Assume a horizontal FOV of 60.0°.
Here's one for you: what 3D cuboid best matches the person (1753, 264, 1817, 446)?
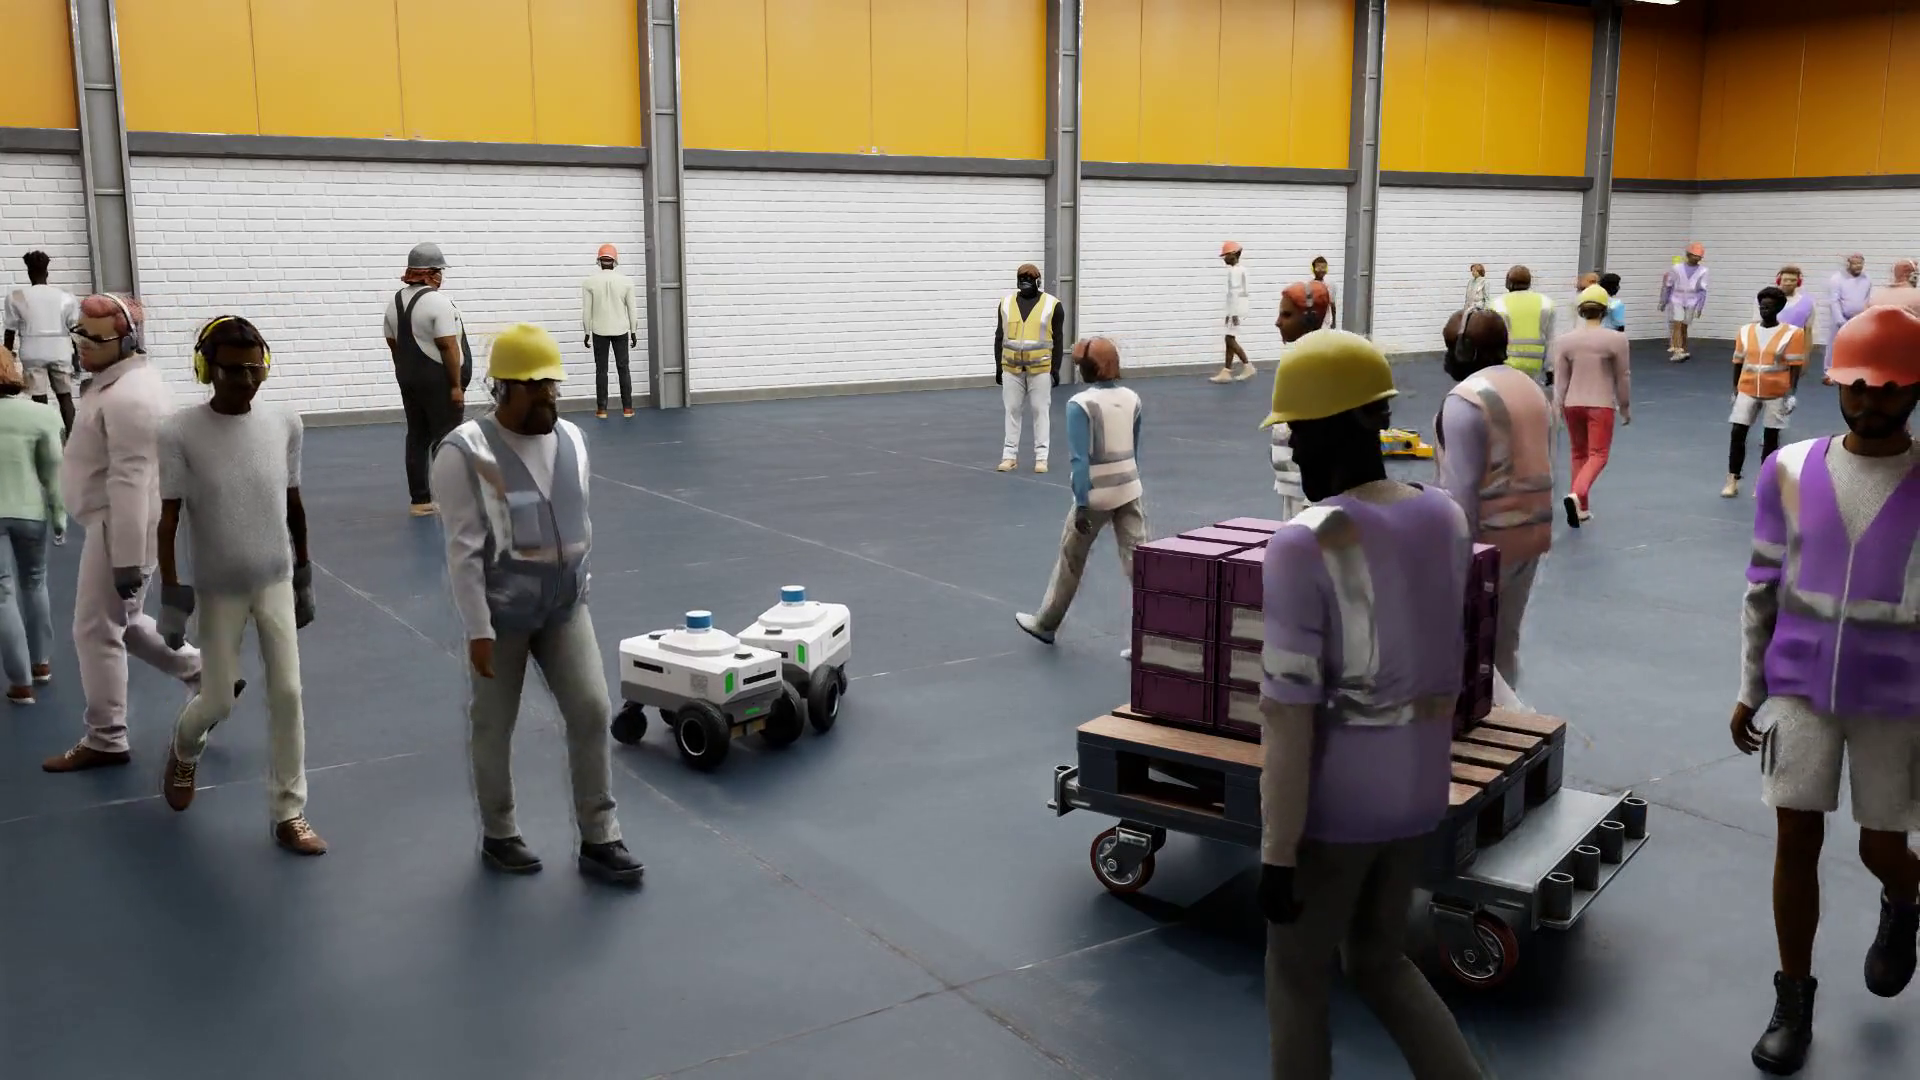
[{"bbox_3d":[8.252,-1.862,16.719,0.588,1.812,0.833,8,13,37],"label":"person"}]

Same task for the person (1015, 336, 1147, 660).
[{"bbox_3d":[0.659,-0.205,8.222,0.550,1.585,0.870,-9,14,-40],"label":"person"}]

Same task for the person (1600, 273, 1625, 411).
[{"bbox_3d":[7.538,-2.308,19.576,0.826,1.667,0.540,-4,11,-22],"label":"person"}]

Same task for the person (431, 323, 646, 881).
[{"bbox_3d":[-1.327,0.225,5.277,0.756,1.803,0.591,10,14,42],"label":"person"}]

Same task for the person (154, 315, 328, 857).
[{"bbox_3d":[-2.498,0.141,5.698,0.557,1.835,0.790,-10,14,-44],"label":"person"}]

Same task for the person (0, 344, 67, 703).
[{"bbox_3d":[-4.350,-0.092,7.542,0.507,1.607,0.681,-9,13,-39],"label":"person"}]

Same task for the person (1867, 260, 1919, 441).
[{"bbox_3d":[9.091,-1.780,16.178,0.991,1.859,0.642,-2,10,-10],"label":"person"}]

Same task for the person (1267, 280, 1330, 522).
[{"bbox_3d":[1.571,-0.230,7.563,0.337,1.883,0.584,0,10,1],"label":"person"}]

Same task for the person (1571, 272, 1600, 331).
[{"bbox_3d":[8.105,-2.649,21.549,0.407,1.621,0.506,-2,10,-10],"label":"person"}]

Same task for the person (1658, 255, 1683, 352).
[{"bbox_3d":[12.923,-4.262,30.038,0.422,1.746,0.534,-7,13,-35],"label":"person"}]

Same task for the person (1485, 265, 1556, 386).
[{"bbox_3d":[4.996,-1.572,15.086,0.662,1.818,0.728,0,10,0],"label":"person"}]

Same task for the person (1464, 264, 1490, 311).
[{"bbox_3d":[8.545,-3.750,27.536,0.308,1.636,0.524,-5,11,-24],"label":"person"}]

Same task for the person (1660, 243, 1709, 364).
[{"bbox_3d":[11.941,-3.894,27.427,0.682,1.960,1.034,3,11,18],"label":"person"}]

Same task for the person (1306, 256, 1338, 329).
[{"bbox_3d":[4.671,-2.787,21.761,0.552,1.822,1.001,1,10,4],"label":"person"}]

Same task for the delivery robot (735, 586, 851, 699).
[{"bbox_3d":[-0.725,0.443,7.263,0.477,0.478,0.707,2,11,13],"label":"delivery robot"}]

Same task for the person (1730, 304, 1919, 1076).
[{"bbox_3d":[2.282,0.363,4.222,0.552,1.919,0.663,9,14,41],"label":"person"}]

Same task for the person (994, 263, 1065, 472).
[{"bbox_3d":[0.598,-1.515,14.726,0.621,1.845,0.429,3,11,15],"label":"person"}]

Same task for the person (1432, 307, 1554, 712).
[{"bbox_3d":[2.013,0.041,6.267,0.641,1.820,0.531,-9,14,-40],"label":"person"}]

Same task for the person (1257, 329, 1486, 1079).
[{"bbox_3d":[0.864,0.532,3.359,0.590,1.899,0.658,-8,13,-36],"label":"person"}]

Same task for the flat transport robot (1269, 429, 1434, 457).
[{"bbox_3d":[3.721,-0.918,15.760,1.431,0.197,0.652,-1,10,-8],"label":"flat transport robot"}]

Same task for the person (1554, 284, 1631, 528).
[{"bbox_3d":[4.488,-0.955,11.928,0.516,1.744,0.768,9,14,40],"label":"person"}]

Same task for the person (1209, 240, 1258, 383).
[{"bbox_3d":[3.910,-3.215,23.539,0.736,2.022,0.726,3,11,14],"label":"person"}]

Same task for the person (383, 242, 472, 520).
[{"bbox_3d":[-3.874,-1.175,12.316,0.673,2.000,0.535,7,12,34],"label":"person"}]

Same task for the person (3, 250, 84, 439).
[{"bbox_3d":[-8.454,-1.686,15.343,0.635,1.955,0.438,-9,14,-41],"label":"person"}]

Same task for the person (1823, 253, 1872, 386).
[{"bbox_3d":[12.300,-3.023,22.970,0.643,1.847,1.027,0,10,1],"label":"person"}]

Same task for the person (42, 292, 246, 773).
[{"bbox_3d":[-3.254,-0.024,6.472,0.658,1.871,0.663,-4,11,-22],"label":"person"}]

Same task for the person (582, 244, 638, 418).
[{"bbox_3d":[-4.036,-2.405,19.184,0.622,1.992,0.396,-3,11,-15],"label":"person"}]

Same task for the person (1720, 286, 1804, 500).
[{"bbox_3d":[6.317,-1.142,13.095,0.552,1.686,0.470,10,14,43],"label":"person"}]

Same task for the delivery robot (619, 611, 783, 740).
[{"bbox_3d":[-1.061,0.532,6.774,0.707,0.478,0.477,8,13,38],"label":"delivery robot"}]
